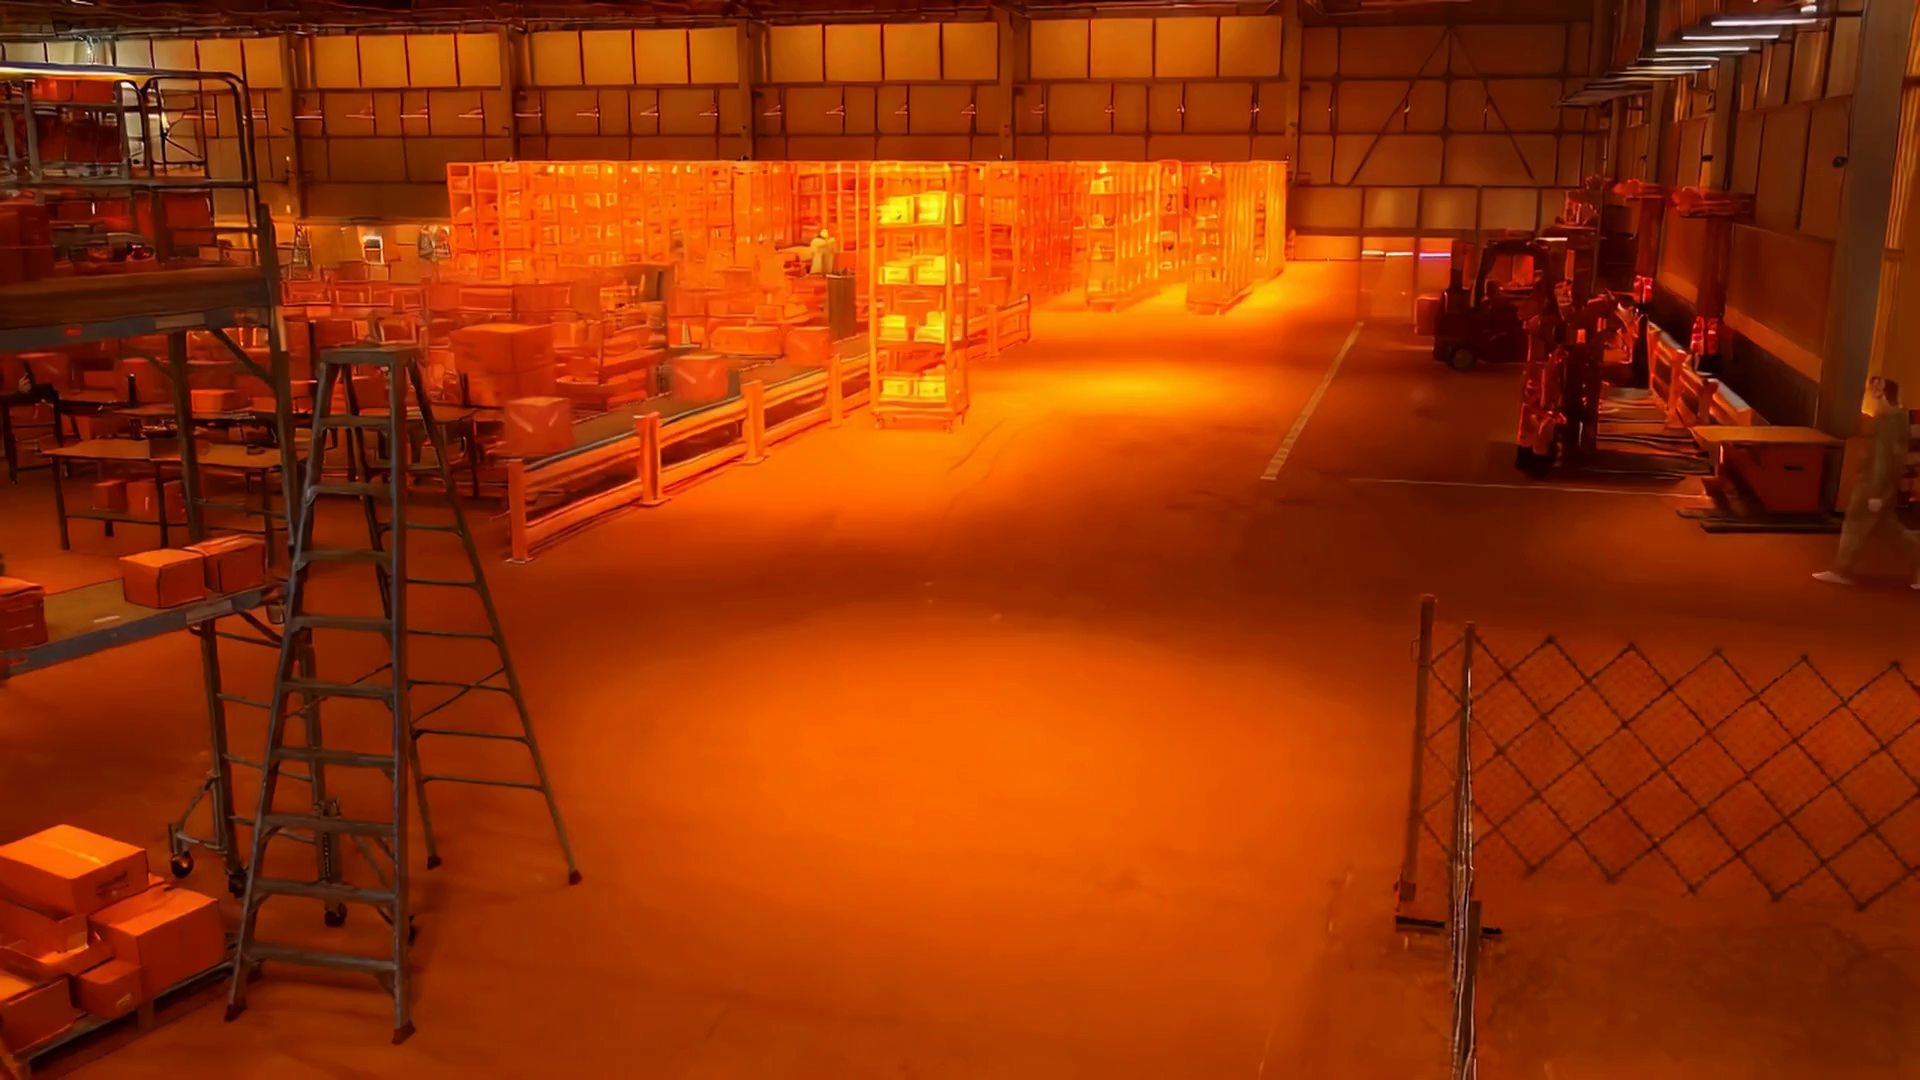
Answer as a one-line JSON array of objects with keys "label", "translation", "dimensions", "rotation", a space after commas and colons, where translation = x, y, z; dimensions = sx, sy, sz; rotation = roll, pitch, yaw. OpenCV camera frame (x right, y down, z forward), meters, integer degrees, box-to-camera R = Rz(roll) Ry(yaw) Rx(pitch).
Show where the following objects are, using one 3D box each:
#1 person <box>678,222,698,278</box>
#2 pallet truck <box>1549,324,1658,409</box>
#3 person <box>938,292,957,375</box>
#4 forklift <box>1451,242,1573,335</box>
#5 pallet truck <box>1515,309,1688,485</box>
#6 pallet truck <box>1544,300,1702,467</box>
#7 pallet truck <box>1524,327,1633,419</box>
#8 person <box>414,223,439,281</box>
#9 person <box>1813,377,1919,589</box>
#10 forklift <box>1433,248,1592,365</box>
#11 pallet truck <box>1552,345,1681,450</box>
[{"label": "person", "translation": [-8.199, -8.658, 49.992], "dimensions": [0.603, 1.814, 0.575], "rotation": [0, 13, 1]}, {"label": "pallet truck", "translation": [9.824, -2.669, 25.407], "dimensions": [1.601, 1.201, 0.680], "rotation": [4, 14, 16]}, {"label": "person", "translation": [-0.231, -3.535, 27.370], "dimensions": [0.376, 2.043, 0.609], "rotation": [0, 13, -2]}, {"label": "forklift", "translation": [10.464, -4.597, 31.405], "dimensions": [2.680, 1.987, 1.157], "rotation": [4, 14, 16]}, {"label": "pallet truck", "translation": [7.554, -1.677, 19.446], "dimensions": [1.885, 1.965, 0.823], "rotation": [3, 13, 14]}, {"label": "pallet truck", "translation": [8.263, -1.952, 20.631], "dimensions": [1.885, 1.965, 0.823], "rotation": [5, 14, 20]}, {"label": "pallet truck", "translation": [9.065, -2.460, 24.370], "dimensions": [1.522, 1.261, 0.704], "rotation": [3, 13, 14]}, {"label": "person", "translation": [-14.853, -7.884, 46.455], "dimensions": [0.626, 1.908, 0.909], "rotation": [7, 15, 29]}, {"label": "person", "translation": [8.144, -0.495, 14.617], "dimensions": [0.646, 1.874, 0.880], "rotation": [-11, 17, -39]}, {"label": "forklift", "translation": [9.780, -4.111, 29.280], "dimensions": [2.680, 1.987, 1.157], "rotation": [3, 13, 14]}, {"label": "pallet truck", "translation": [8.641, -1.896, 21.908], "dimensions": [1.630, 1.274, 0.653], "rotation": [4, 14, 16]}]
